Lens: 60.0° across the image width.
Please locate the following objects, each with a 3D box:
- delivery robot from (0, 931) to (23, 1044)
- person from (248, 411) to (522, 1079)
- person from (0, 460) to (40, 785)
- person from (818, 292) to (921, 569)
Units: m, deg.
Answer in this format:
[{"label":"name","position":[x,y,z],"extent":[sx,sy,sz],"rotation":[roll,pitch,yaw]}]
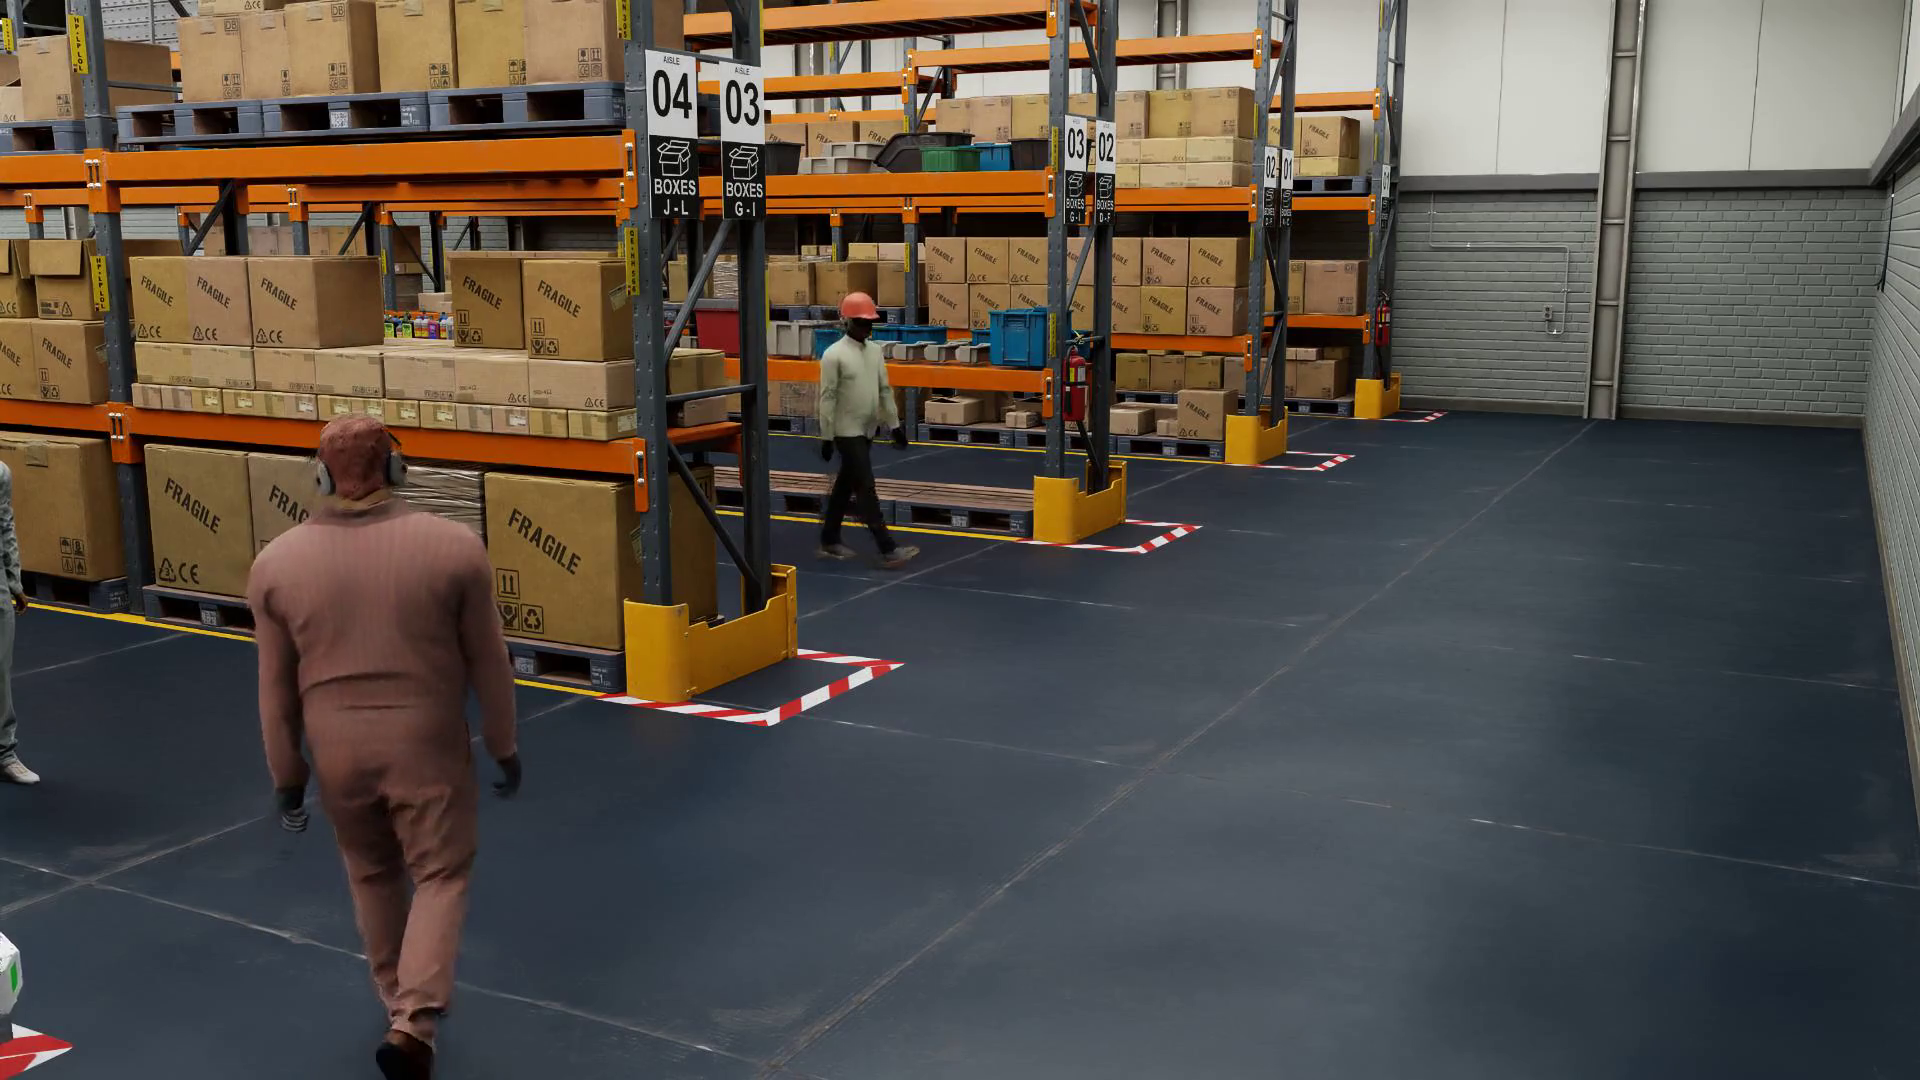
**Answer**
[{"label":"delivery robot","position":[-2.892,1.238,4.391],"extent":[0.707,0.478,0.477],"rotation":[-10,14,-43]},{"label":"person","position":[-1.579,0.584,4.599],"extent":[0.666,1.880,0.837],"rotation":[-1,10,-4]},{"label":"person","position":[-4.161,0.218,6.960],"extent":[0.290,1.745,0.493],"rotation":[7,12,33]},{"label":"person","position":[-0.659,-0.778,11.832],"extent":[1.004,1.939,0.628],"rotation":[6,12,30]}]
